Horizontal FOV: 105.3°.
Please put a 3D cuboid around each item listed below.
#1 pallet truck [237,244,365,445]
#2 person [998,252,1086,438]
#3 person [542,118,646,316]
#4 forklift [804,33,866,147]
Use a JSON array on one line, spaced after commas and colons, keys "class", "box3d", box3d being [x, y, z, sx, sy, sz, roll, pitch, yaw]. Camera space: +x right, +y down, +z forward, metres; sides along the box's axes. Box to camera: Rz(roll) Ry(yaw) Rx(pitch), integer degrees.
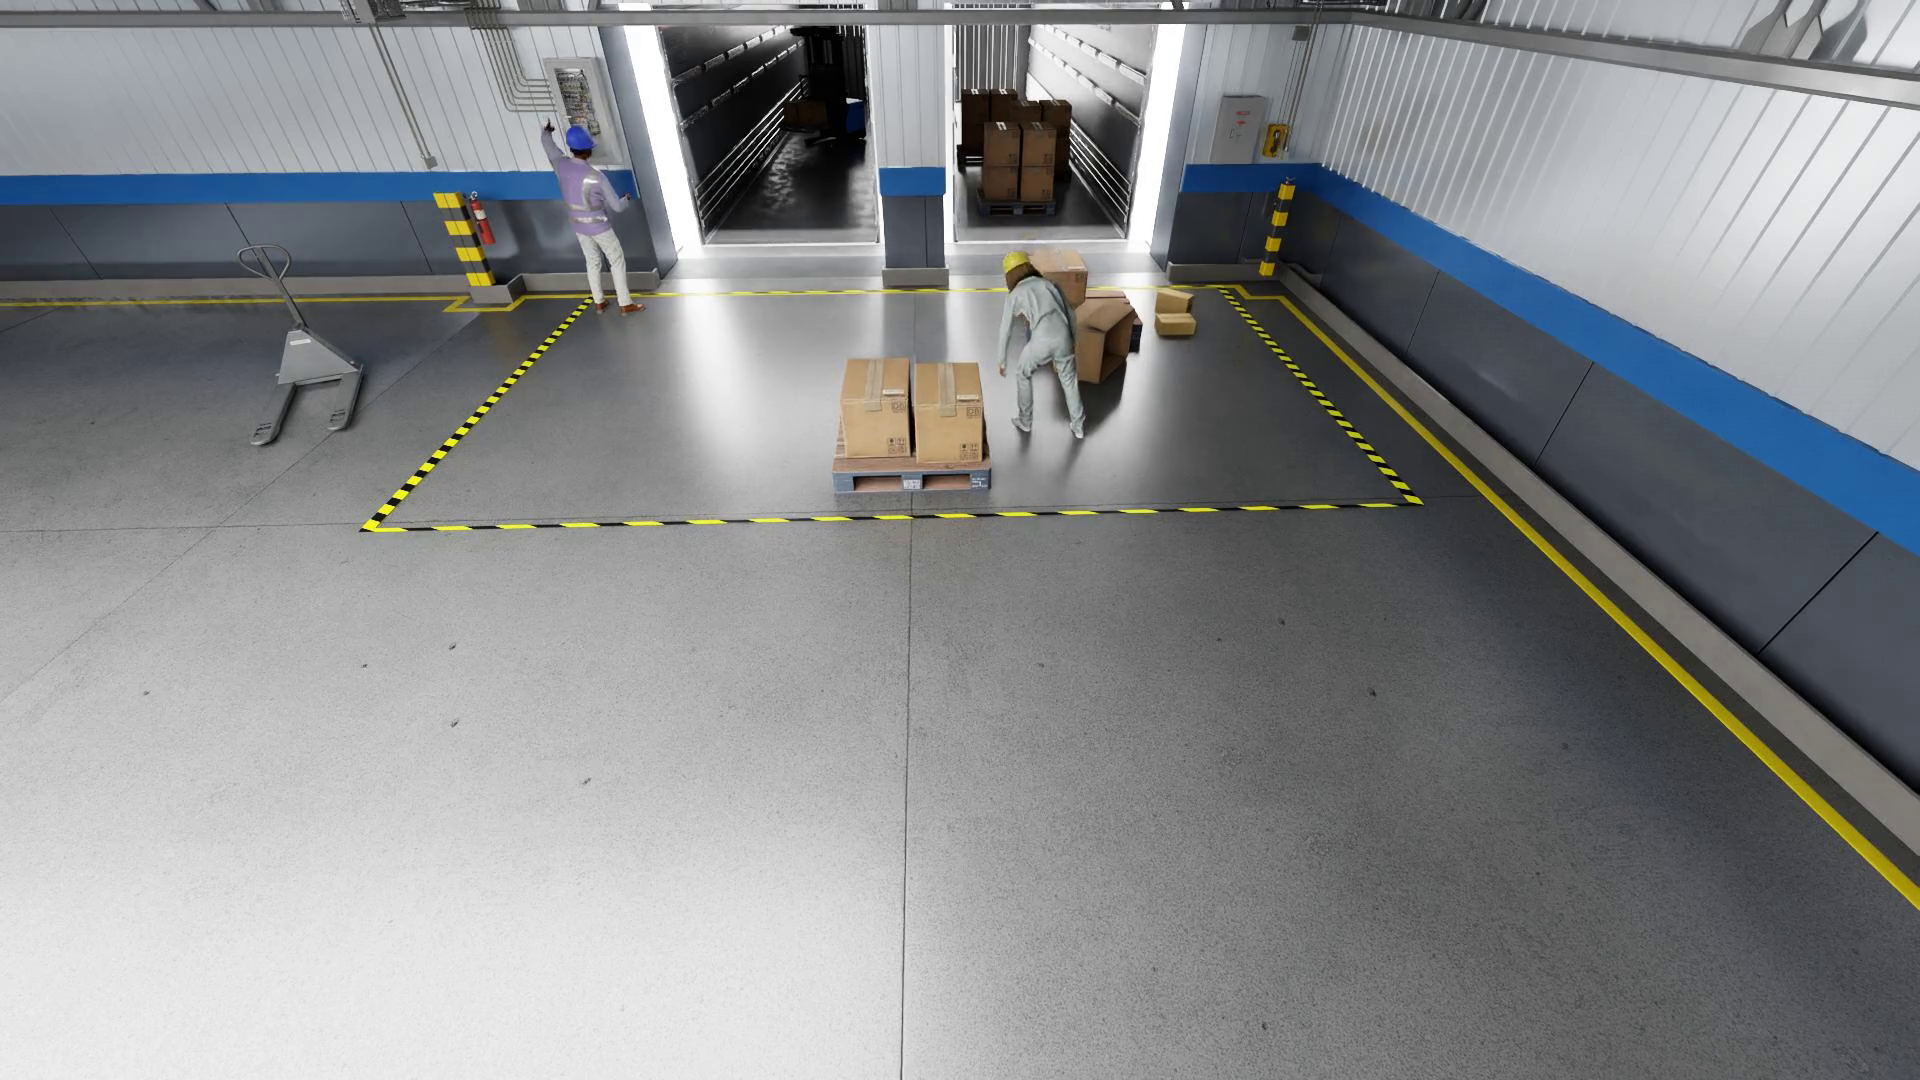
[{"class": "pallet truck", "box3d": [-5.915, -1.733, 6.366, 0.680, 1.201, 1.601, -18, 42, -21]}, {"class": "person", "box3d": [0.656, -1.584, 6.055, 0.735, 1.405, 0.746, -7, 39, -9]}, {"class": "person", "box3d": [-4.059, -3.523, 8.087, 1.021, 1.907, 0.725, 10, 40, 13]}, {"class": "forklift", "box3d": [-2.628, -9.748, 15.821, 0.716, 2.013, 0.776, 19, 42, 23]}]
